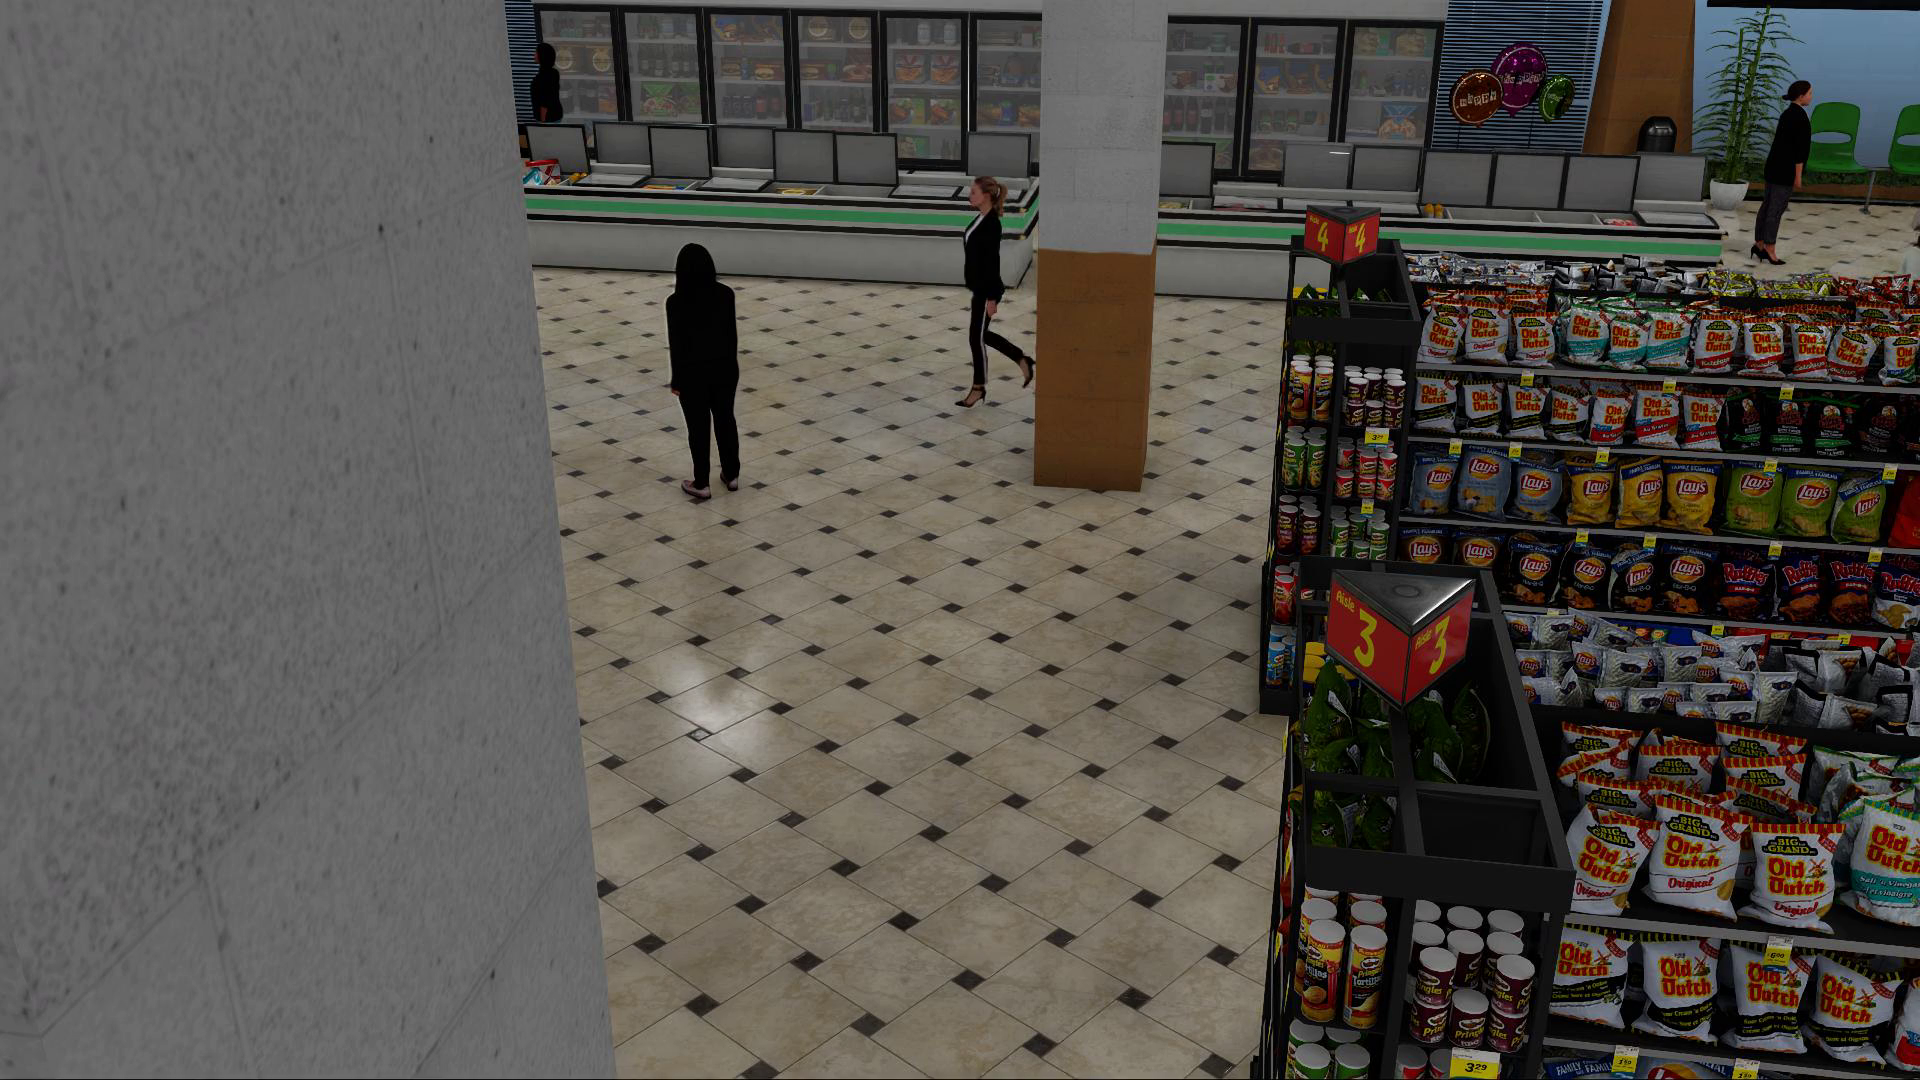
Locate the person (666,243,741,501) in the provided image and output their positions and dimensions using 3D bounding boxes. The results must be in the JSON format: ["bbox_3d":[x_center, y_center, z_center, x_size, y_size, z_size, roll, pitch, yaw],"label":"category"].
[{"bbox_3d":[-1.592,-1.057,10.413,0.759,1.617,0.811,-18,29,-35],"label":"person"}]

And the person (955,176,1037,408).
[{"bbox_3d":[0.267,-1.755,11.918,0.951,1.687,0.789,-4,24,-9],"label":"person"}]

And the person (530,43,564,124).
[{"bbox_3d":[-4.574,-4.678,18.582,0.532,1.702,0.561,5,24,11],"label":"person"}]

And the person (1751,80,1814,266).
[{"bbox_3d":[7.864,-3.517,15.905,0.611,1.719,0.666,1,24,2],"label":"person"}]
